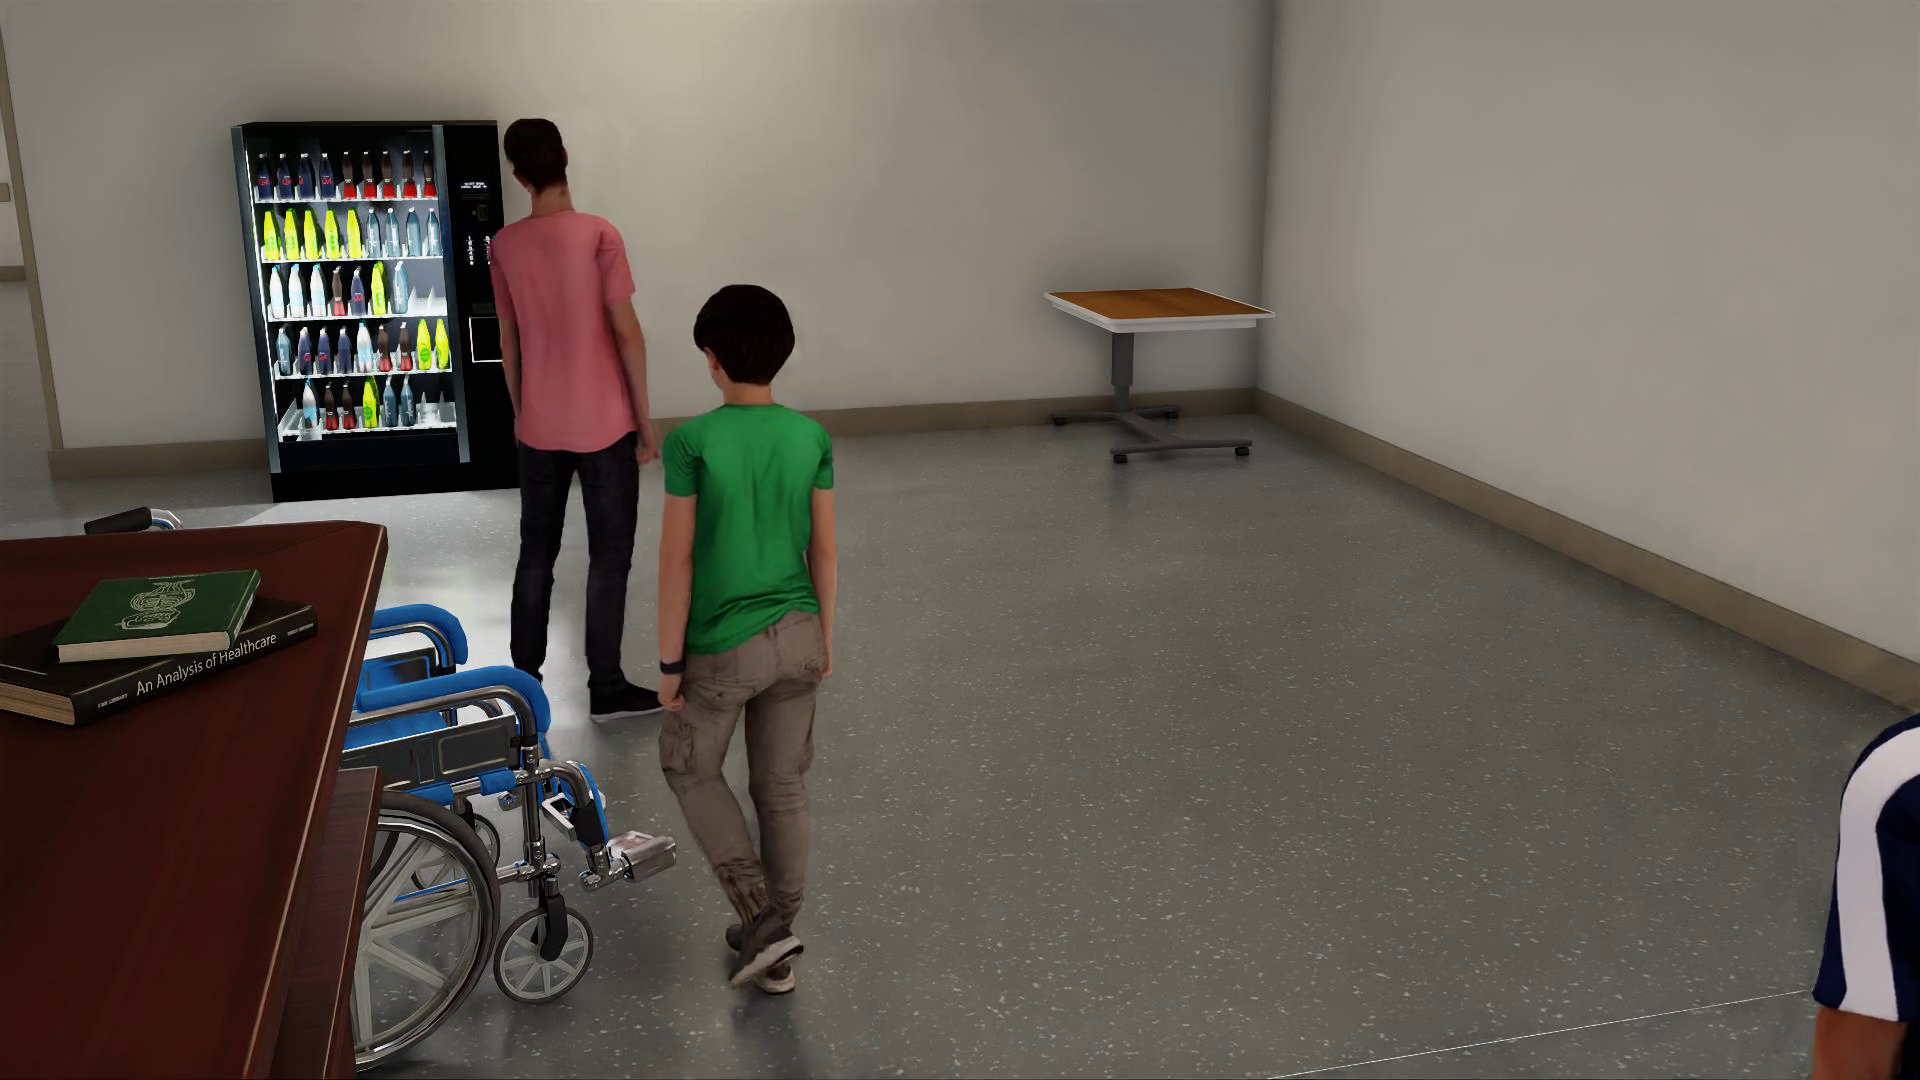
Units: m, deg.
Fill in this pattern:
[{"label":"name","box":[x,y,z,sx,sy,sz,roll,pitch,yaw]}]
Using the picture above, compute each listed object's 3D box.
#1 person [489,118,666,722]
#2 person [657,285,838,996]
[{"label":"person","box":[-1.213,-0.353,5.335,0.756,1.944,0.890,10,19,31]},{"label":"person","box":[-0.430,0.271,3.672,0.690,1.645,0.744,-9,18,-28]}]
